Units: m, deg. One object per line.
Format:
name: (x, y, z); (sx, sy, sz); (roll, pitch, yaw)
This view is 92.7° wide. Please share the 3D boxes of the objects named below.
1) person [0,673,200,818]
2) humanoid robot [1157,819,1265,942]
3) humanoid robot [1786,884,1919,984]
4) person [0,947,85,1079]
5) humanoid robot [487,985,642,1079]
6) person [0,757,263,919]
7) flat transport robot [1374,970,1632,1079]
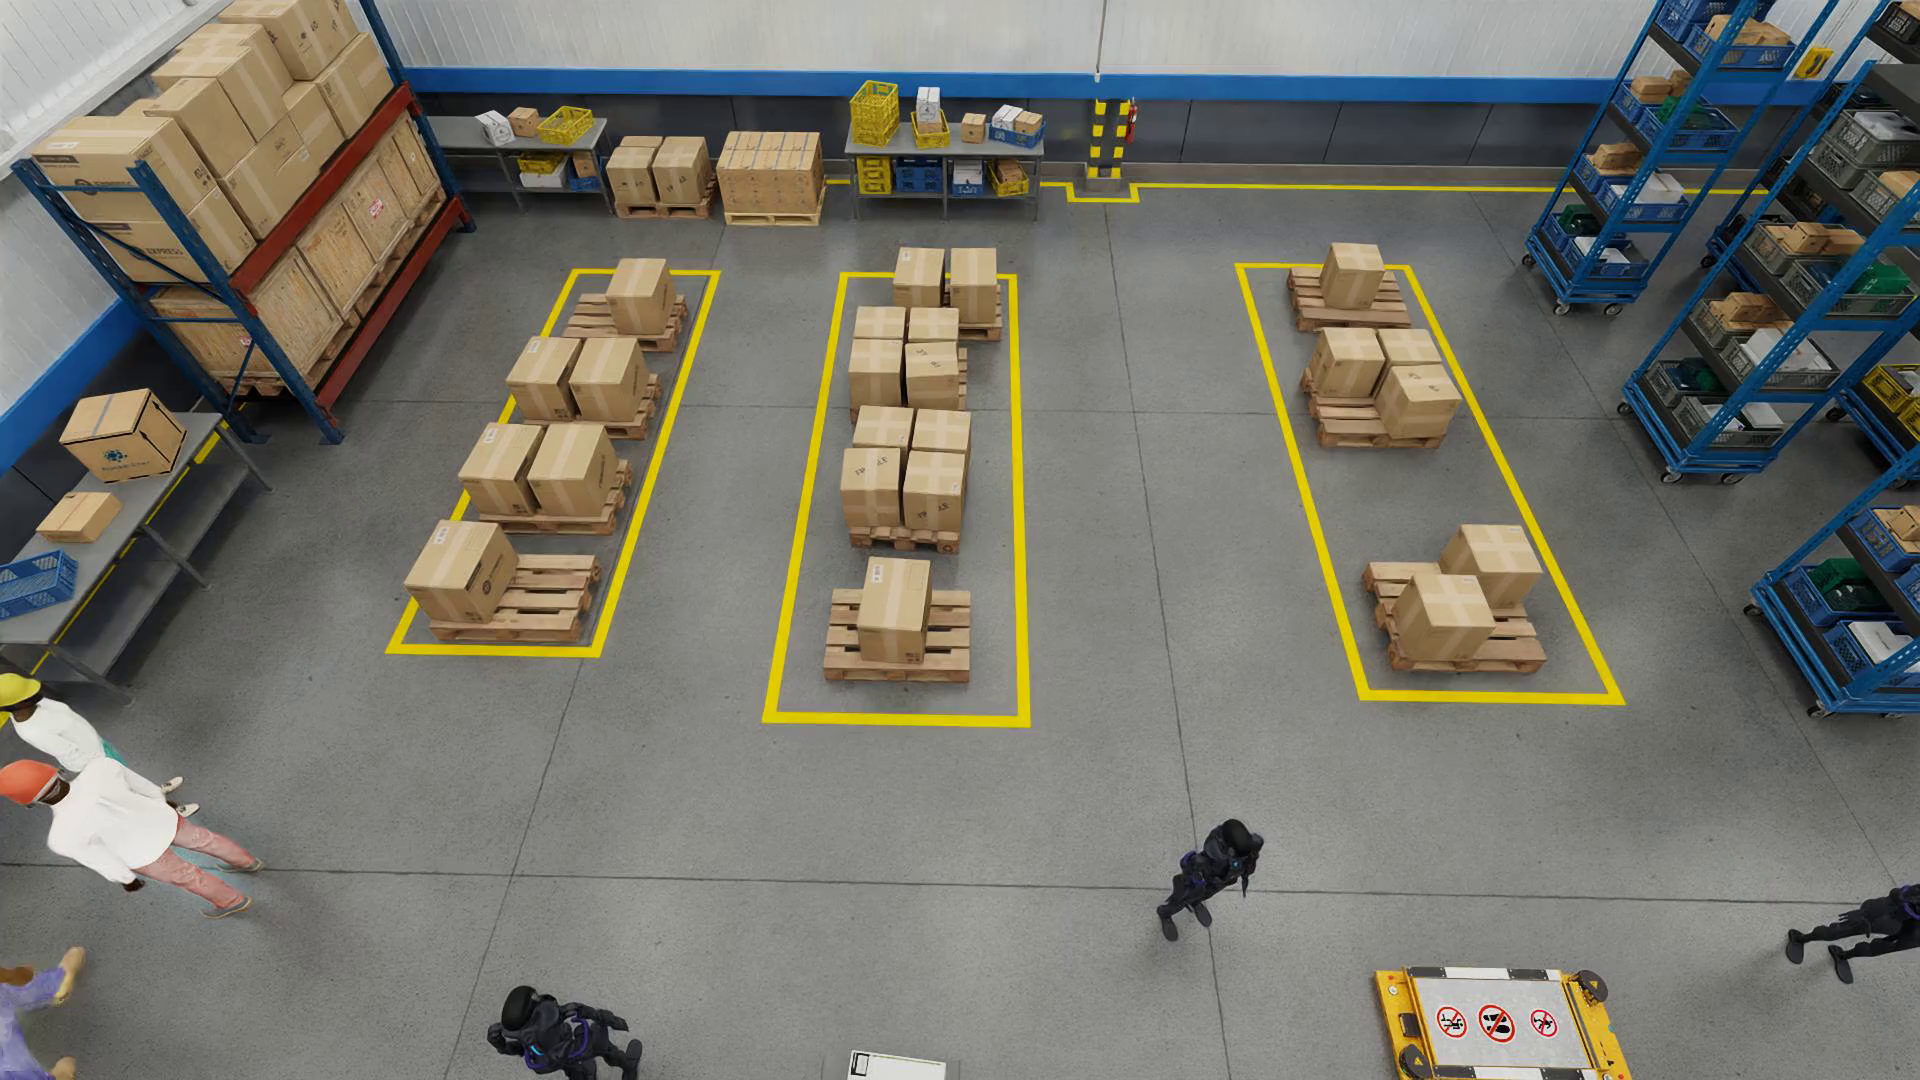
person: (-6.009, 1.442, 6.344); (0.528, 1.765, 0.324); (37, 60, 26)
humanoid robot: (1.587, 2.153, 5.821); (0.562, 1.653, 0.313); (-15, 52, -12)
humanoid robot: (5.879, 2.366, 5.646); (0.573, 1.652, 0.328); (19, 53, 15)
person: (-5.844, 2.606, 5.220); (0.698, 2.000, 1.034); (-8, 51, -6)
humanoid robot: (-2.253, 2.858, 5.239); (0.610, 1.656, 0.310); (-14, 52, -11)
person: (-5.210, 1.896, 5.832); (0.388, 1.988, 0.608); (-4, 51, -4)
flat transport robot: (3.501, 3.133, 5.914); (1.431, 0.197, 0.652); (1, 51, 1)
